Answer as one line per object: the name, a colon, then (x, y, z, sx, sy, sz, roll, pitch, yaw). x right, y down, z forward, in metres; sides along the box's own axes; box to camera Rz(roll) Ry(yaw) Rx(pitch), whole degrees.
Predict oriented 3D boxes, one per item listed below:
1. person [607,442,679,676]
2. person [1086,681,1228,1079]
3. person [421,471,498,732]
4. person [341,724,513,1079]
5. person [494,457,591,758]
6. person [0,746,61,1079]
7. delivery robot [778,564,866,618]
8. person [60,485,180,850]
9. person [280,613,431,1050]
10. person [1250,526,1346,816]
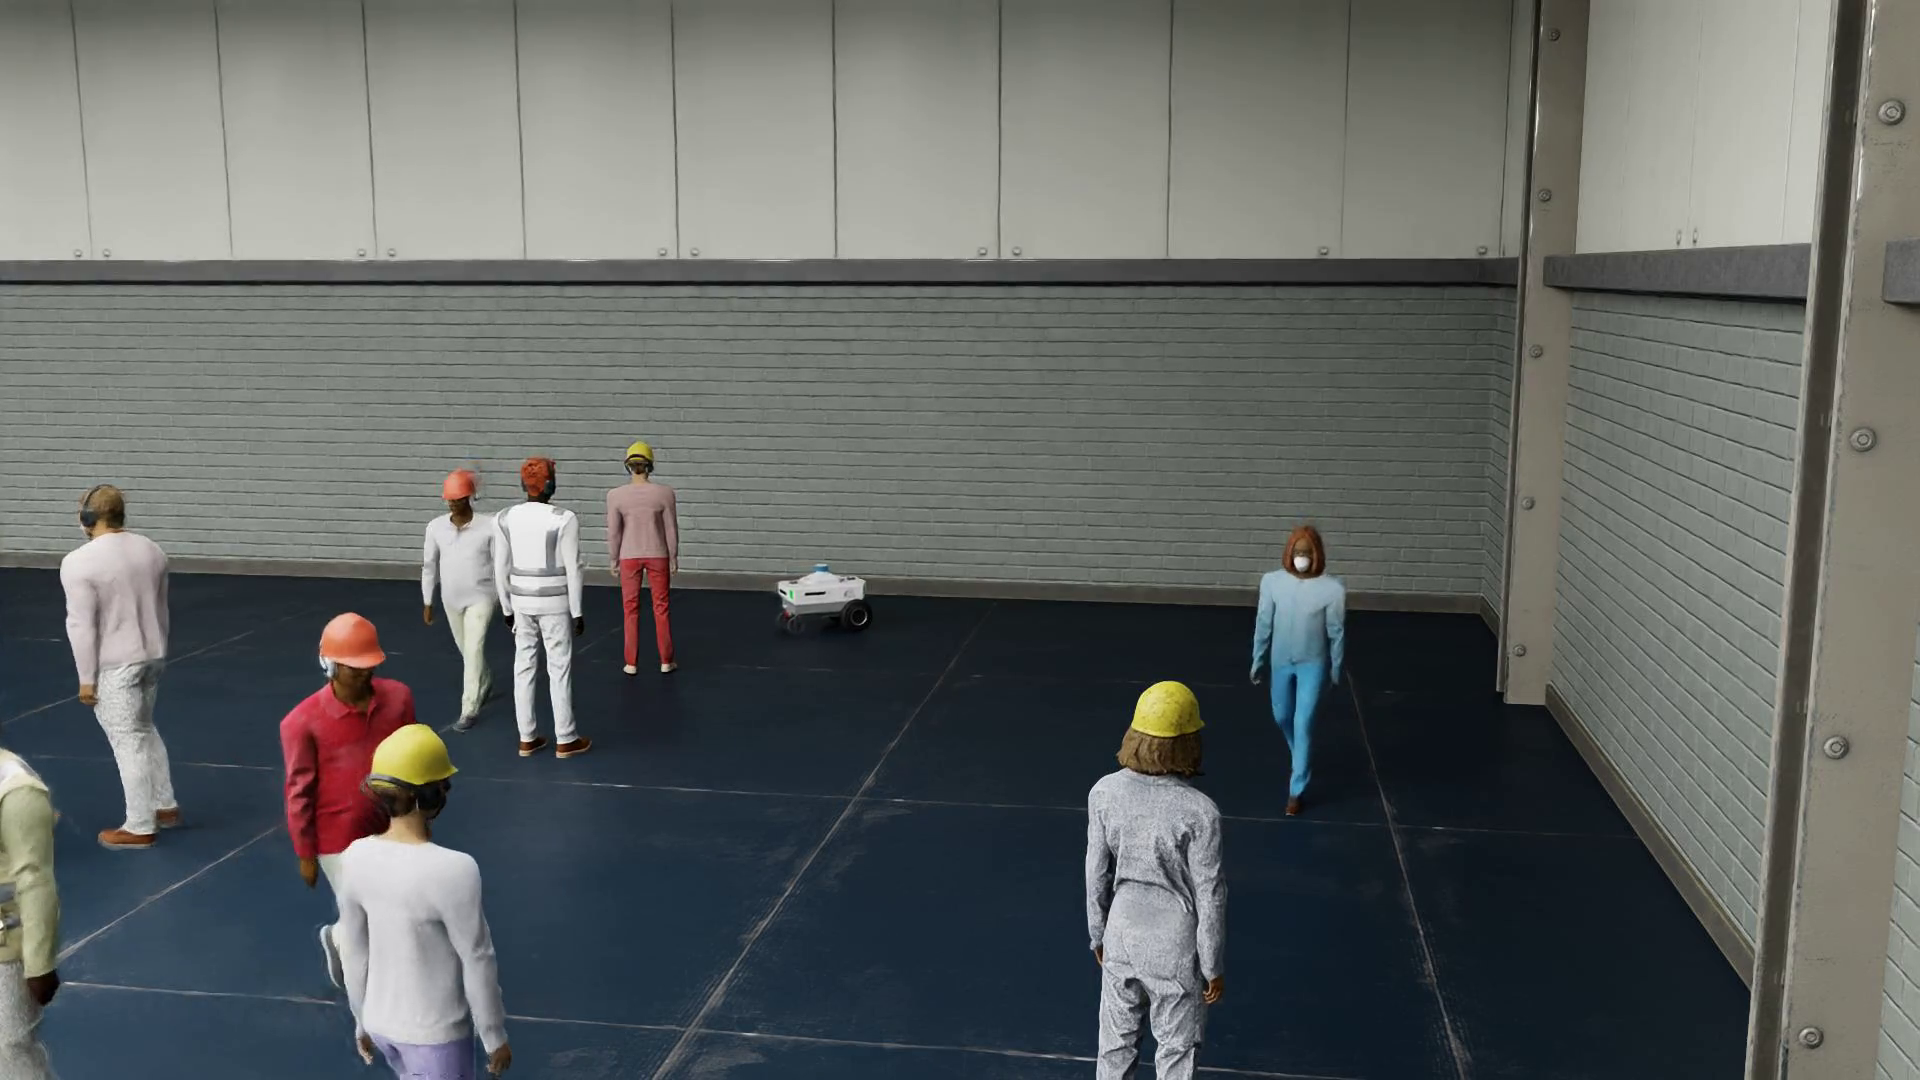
person: (-2.371, 0.145, 12.474, 0.523, 1.760, 0.327, -1, 9, -8)
person: (0.641, 1.307, 5.352, 0.492, 1.742, 0.317, 7, 12, 37)
person: (-3.328, 0.364, 11.277, 0.581, 1.713, 0.888, 1, 9, 8)
person: (-1.599, 1.402, 4.768, 0.531, 1.740, 0.736, 6, 11, 33)
person: (-2.604, 0.424, 10.367, 0.575, 1.882, 0.360, 3, 10, 15)
person: (-3.109, 1.269, 5.398, 0.594, 1.805, 0.558, 6, 11, 33)
delivery robot: (-1.162, 0.445, 14.018, 0.707, 0.478, 0.477, -4, 9, -24)
person: (-4.415, 0.668, 8.794, 0.480, 1.916, 0.630, 3, 10, 18)
person: (-2.423, 1.115, 6.591, 0.631, 1.727, 0.584, 6, 11, 35)
person: (1.958, 0.698, 9.534, 0.500, 1.603, 0.762, 5, 11, 29)
